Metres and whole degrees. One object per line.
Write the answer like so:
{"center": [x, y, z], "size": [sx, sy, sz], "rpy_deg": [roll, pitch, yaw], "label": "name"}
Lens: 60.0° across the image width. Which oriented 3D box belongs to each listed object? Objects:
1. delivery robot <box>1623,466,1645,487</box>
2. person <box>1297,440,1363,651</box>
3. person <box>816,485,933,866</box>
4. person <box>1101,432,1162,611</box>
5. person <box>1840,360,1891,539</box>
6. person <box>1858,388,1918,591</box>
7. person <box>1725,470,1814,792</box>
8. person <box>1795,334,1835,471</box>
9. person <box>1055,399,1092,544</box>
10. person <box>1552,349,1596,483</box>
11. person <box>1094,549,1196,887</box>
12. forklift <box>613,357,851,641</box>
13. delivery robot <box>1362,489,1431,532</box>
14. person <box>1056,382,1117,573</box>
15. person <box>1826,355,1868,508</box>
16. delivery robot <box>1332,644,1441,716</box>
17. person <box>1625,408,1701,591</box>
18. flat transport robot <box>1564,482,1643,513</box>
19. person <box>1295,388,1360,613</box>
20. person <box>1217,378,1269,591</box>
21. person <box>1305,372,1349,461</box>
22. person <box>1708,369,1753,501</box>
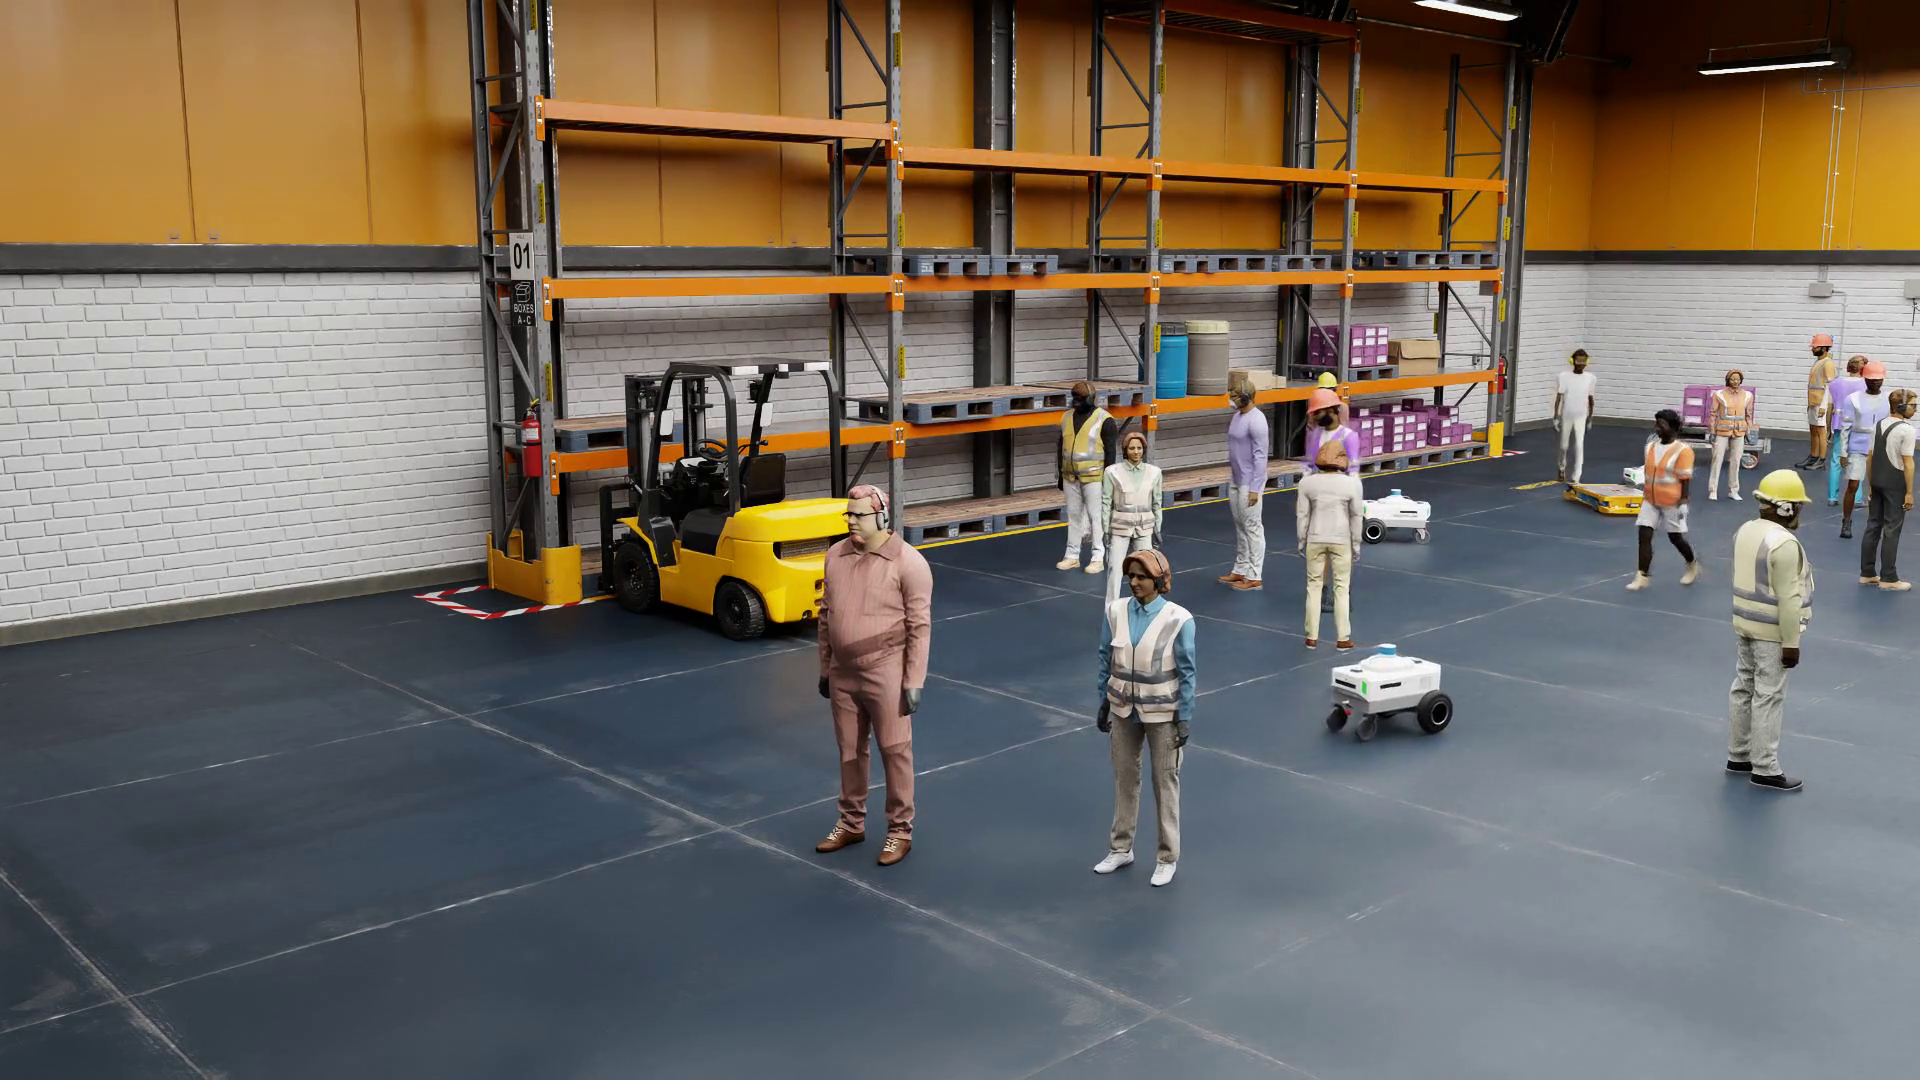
{"center": [8.558, -0.768, 20.446], "size": [0.707, 0.478, 0.477], "rpy_deg": [0, 10, 0], "label": "delivery robot"}
{"center": [2.845, 0.040, 12.835], "size": [0.501, 1.631, 0.287], "rpy_deg": [4, 10, 21], "label": "person"}
{"center": [-0.462, 0.669, 8.356], "size": [0.647, 1.908, 0.409], "rpy_deg": [6, 11, 31], "label": "person"}
{"center": [1.375, -0.051, 13.346], "size": [0.514, 1.642, 0.310], "rpy_deg": [-2, 10, -10], "label": "person"}
{"center": [9.749, -0.962, 17.848], "size": [0.556, 1.929, 0.388], "rpy_deg": [3, 10, 16], "label": "person"}
{"center": [8.477, -0.459, 15.150], "size": [0.327, 1.840, 0.517], "rpy_deg": [-2, 10, -11], "label": "person"}
{"center": [4.639, 0.508, 9.516], "size": [0.404, 1.832, 0.589], "rpy_deg": [0, 10, -2], "label": "person"}
{"center": [12.171, -1.953, 23.616], "size": [0.358, 1.938, 0.548], "rpy_deg": [1, 10, 6], "label": "person"}
{"center": [1.233, -0.703, 17.313], "size": [0.500, 1.583, 0.883], "rpy_deg": [5, 11, 28], "label": "person"}
{"center": [8.095, -1.621, 21.978], "size": [0.521, 1.841, 0.855], "rpy_deg": [3, 10, 16], "label": "person"}
{"center": [0.897, 0.851, 8.078], "size": [0.522, 1.638, 0.306], "rpy_deg": [7, 12, 34], "label": "person"}
{"center": [-1.847, -0.414, 13.852], "size": [1.214, 2.155, 2.313], "rpy_deg": [-9, 13, -42], "label": "forklift"}
{"center": [4.627, -0.295, 17.678], "size": [0.707, 0.478, 0.477], "rpy_deg": [2, 10, 9], "label": "delivery robot"}
{"center": [1.190, -0.601, 15.988], "size": [0.630, 1.840, 0.429], "rpy_deg": [8, 12, 38], "label": "person"}
{"center": [10.741, -1.303, 20.078], "size": [0.377, 1.844, 0.567], "rpy_deg": [-8, 13, -40], "label": "person"}
{"center": [2.720, 0.907, 10.622], "size": [0.707, 0.478, 0.477], "rpy_deg": [-6, 12, -29], "label": "delivery robot"}
{"center": [6.448, -0.370, 15.130], "size": [0.779, 1.667, 0.534], "rpy_deg": [-5, 11, -28], "label": "person"}
{"center": [7.861, -0.510, 20.040], "size": [0.652, 0.197, 1.431], "rpy_deg": [0, 10, 0], "label": "flat transport robot"}
{"center": [3.174, -0.344, 14.278], "size": [0.403, 1.910, 0.591], "rpy_deg": [-4, 11, -25], "label": "person"}
{"center": [2.601, -0.501, 15.128], "size": [0.376, 1.934, 0.629], "rpy_deg": [-2, 10, -9], "label": "person"}
{"center": [4.087, -0.997, 18.571], "size": [0.378, 1.754, 0.539], "rpy_deg": [-9, 13, -43], "label": "person"}
{"center": [9.574, -1.305, 20.693], "size": [0.523, 1.640, 0.306], "rpy_deg": [1, 10, 4], "label": "person"}
